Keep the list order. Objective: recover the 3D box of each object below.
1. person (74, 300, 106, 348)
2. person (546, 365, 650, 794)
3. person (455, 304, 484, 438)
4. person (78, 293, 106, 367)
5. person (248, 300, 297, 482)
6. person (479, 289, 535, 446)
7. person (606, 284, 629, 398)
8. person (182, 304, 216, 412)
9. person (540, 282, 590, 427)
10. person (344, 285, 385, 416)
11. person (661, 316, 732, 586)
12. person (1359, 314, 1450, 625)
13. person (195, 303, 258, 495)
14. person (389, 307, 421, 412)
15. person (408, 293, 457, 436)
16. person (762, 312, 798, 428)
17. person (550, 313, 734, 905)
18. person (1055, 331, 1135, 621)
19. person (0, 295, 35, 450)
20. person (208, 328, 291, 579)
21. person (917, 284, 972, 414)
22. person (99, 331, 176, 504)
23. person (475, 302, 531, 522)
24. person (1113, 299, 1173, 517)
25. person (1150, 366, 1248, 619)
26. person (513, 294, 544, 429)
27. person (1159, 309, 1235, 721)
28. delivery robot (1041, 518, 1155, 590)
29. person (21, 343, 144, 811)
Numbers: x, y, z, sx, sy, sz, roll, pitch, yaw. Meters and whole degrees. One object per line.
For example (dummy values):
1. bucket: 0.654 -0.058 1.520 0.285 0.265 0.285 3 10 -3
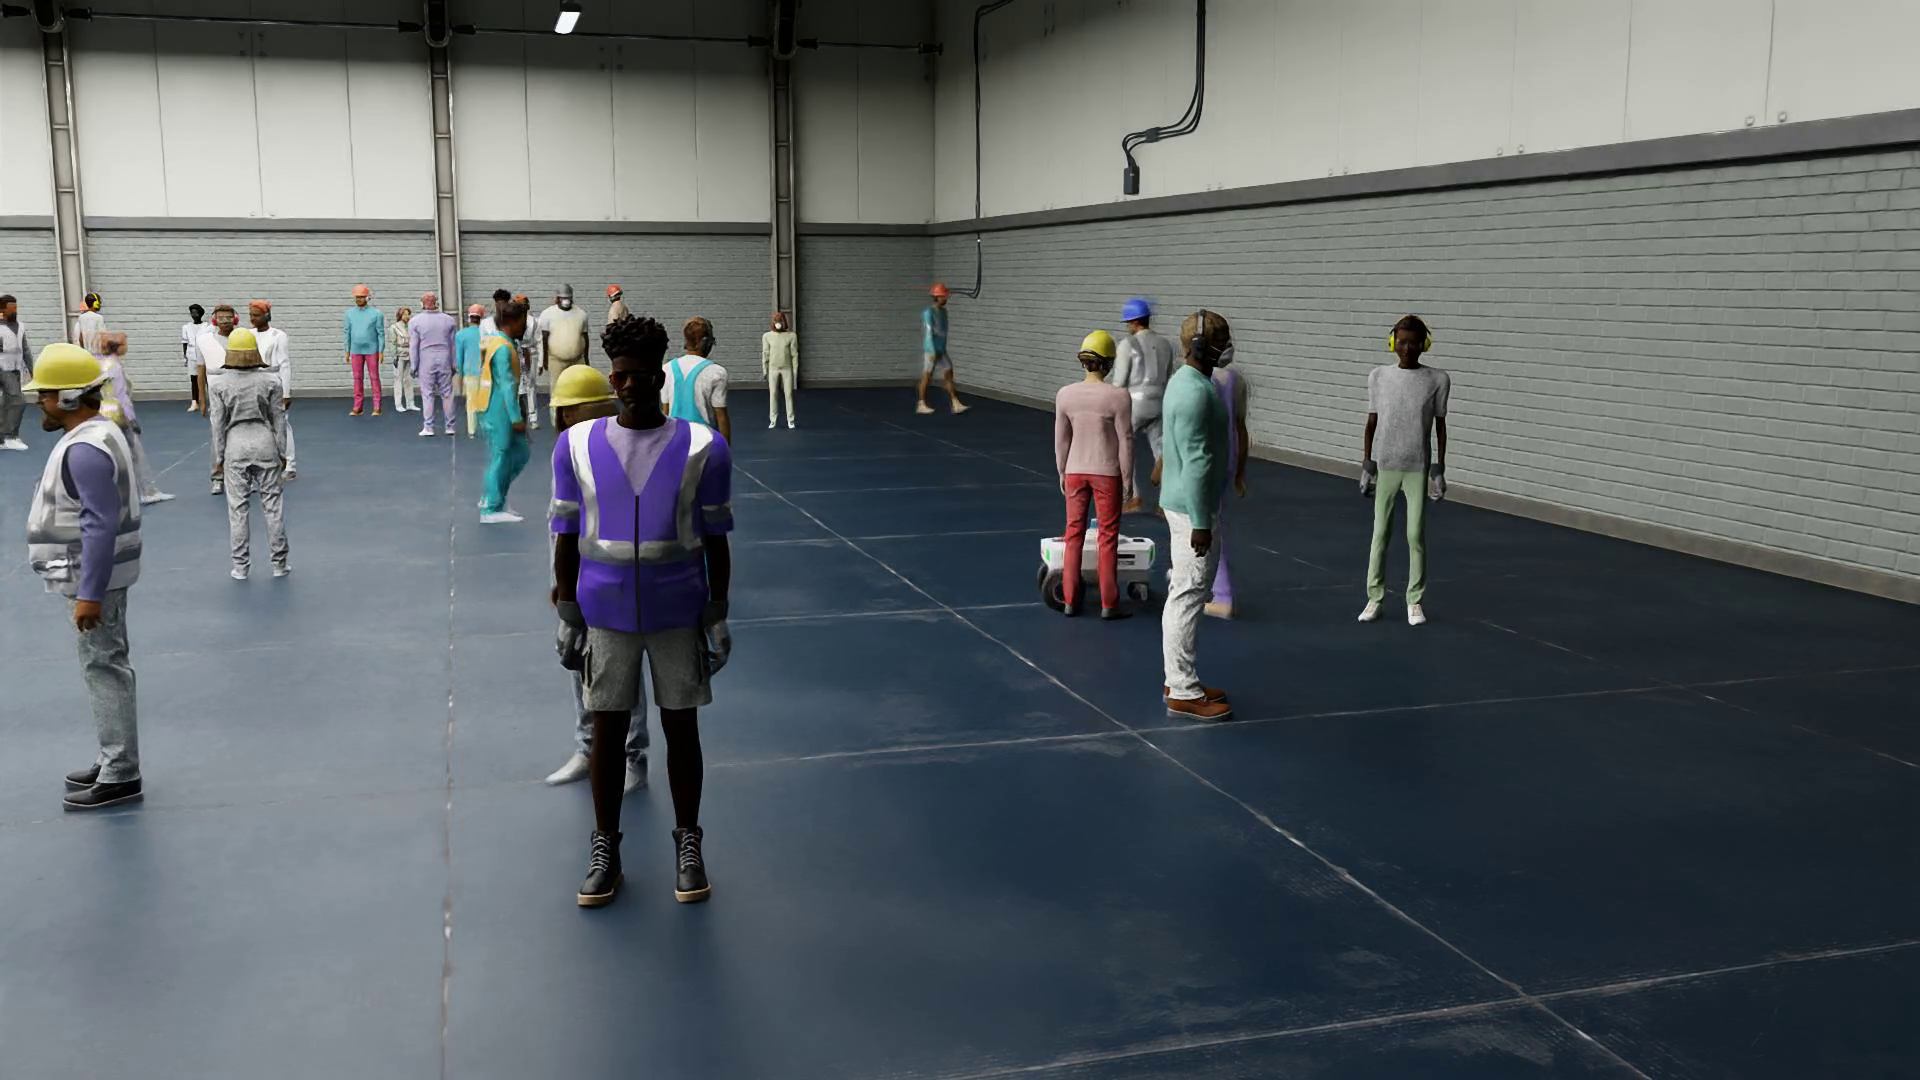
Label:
1. person: -13.661 -2.880 26.098 0.563 1.751 0.331 2 9 14
2. person: -1.480 0.165 6.707 0.492 1.740 0.324 6 11 33
3. person: -6.313 -2.211 21.824 0.559 1.752 0.325 -2 9 -14
4. person: -13.246 -2.842 25.498 0.532 1.865 0.311 4 10 22
5. person: -7.104 -1.524 17.097 0.591 1.873 0.371 5 10 27
6. person: -5.643 -2.130 20.716 0.686 1.955 0.401 -1 9 -6
7. person: -6.019 -3.487 29.229 0.391 1.986 0.609 1 9 8
8. person: -11.902 -2.843 26.041 0.536 1.697 0.318 -1 9 -4
9. person: -5.548 -2.606 23.436 0.691 2.000 0.536 -4 10 -23
10. person: -9.082 -2.886 25.359 0.614 1.997 0.374 0 9 -1
11. person: -1.770 -0.582 11.190 0.517 1.835 0.349 3 9 20
12. person: 2.670 -0.418 10.025 0.510 1.871 0.329 3 9 19
13. person: -7.089 -1.369 16.157 0.564 1.847 0.396 -5 10 -27
14. person: -8.754 -2.844 26.213 0.308 1.644 0.511 5 10 27
15. person: -7.002 -2.325 22.091 0.643 1.902 0.400 -7 11 -36
16. person: -2.503 -2.361 23.199 0.499 1.627 0.280 0 9 -1
17. person: -1.053 0.236 5.539 0.602 1.966 0.368 -1 9 -6
18. person: 0.830 -0.389 10.166 0.528 1.768 0.313 5 10 30
19. person: -11.544 -2.037 20.285 0.603 1.890 0.585 0 9 1
20. person: -4.933 -0.599 11.573 0.487 1.746 0.289 -4 10 -24
21. person: -0.268 -2.916 25.542 0.985 1.995 0.638 6 11 32
22. person: -7.520 -1.077 15.056 0.783 1.605 0.537 -4 10 -25
23. person: -3.888 -1.078 14.185 0.459 1.892 0.596 -2 9 -10
24. person: 1.611 -1.136 14.494 0.688 1.905 0.614 -6 11 -35
25. person: 1.494 -0.444 10.428 0.509 1.788 0.914 -5 10 -31
26. person: -6.057 -2.459 23.036 0.576 1.877 0.347 -4 10 -22
27. person: 1.129 -0.123 7.913 0.361 1.938 0.635 1 9 5
28. delivery robot: 0.876 0.106 10.555 0.707 0.478 0.477 0 9 -1
29. person: -3.444 0.142 6.568 0.404 1.828 0.603 -4 10 -24
